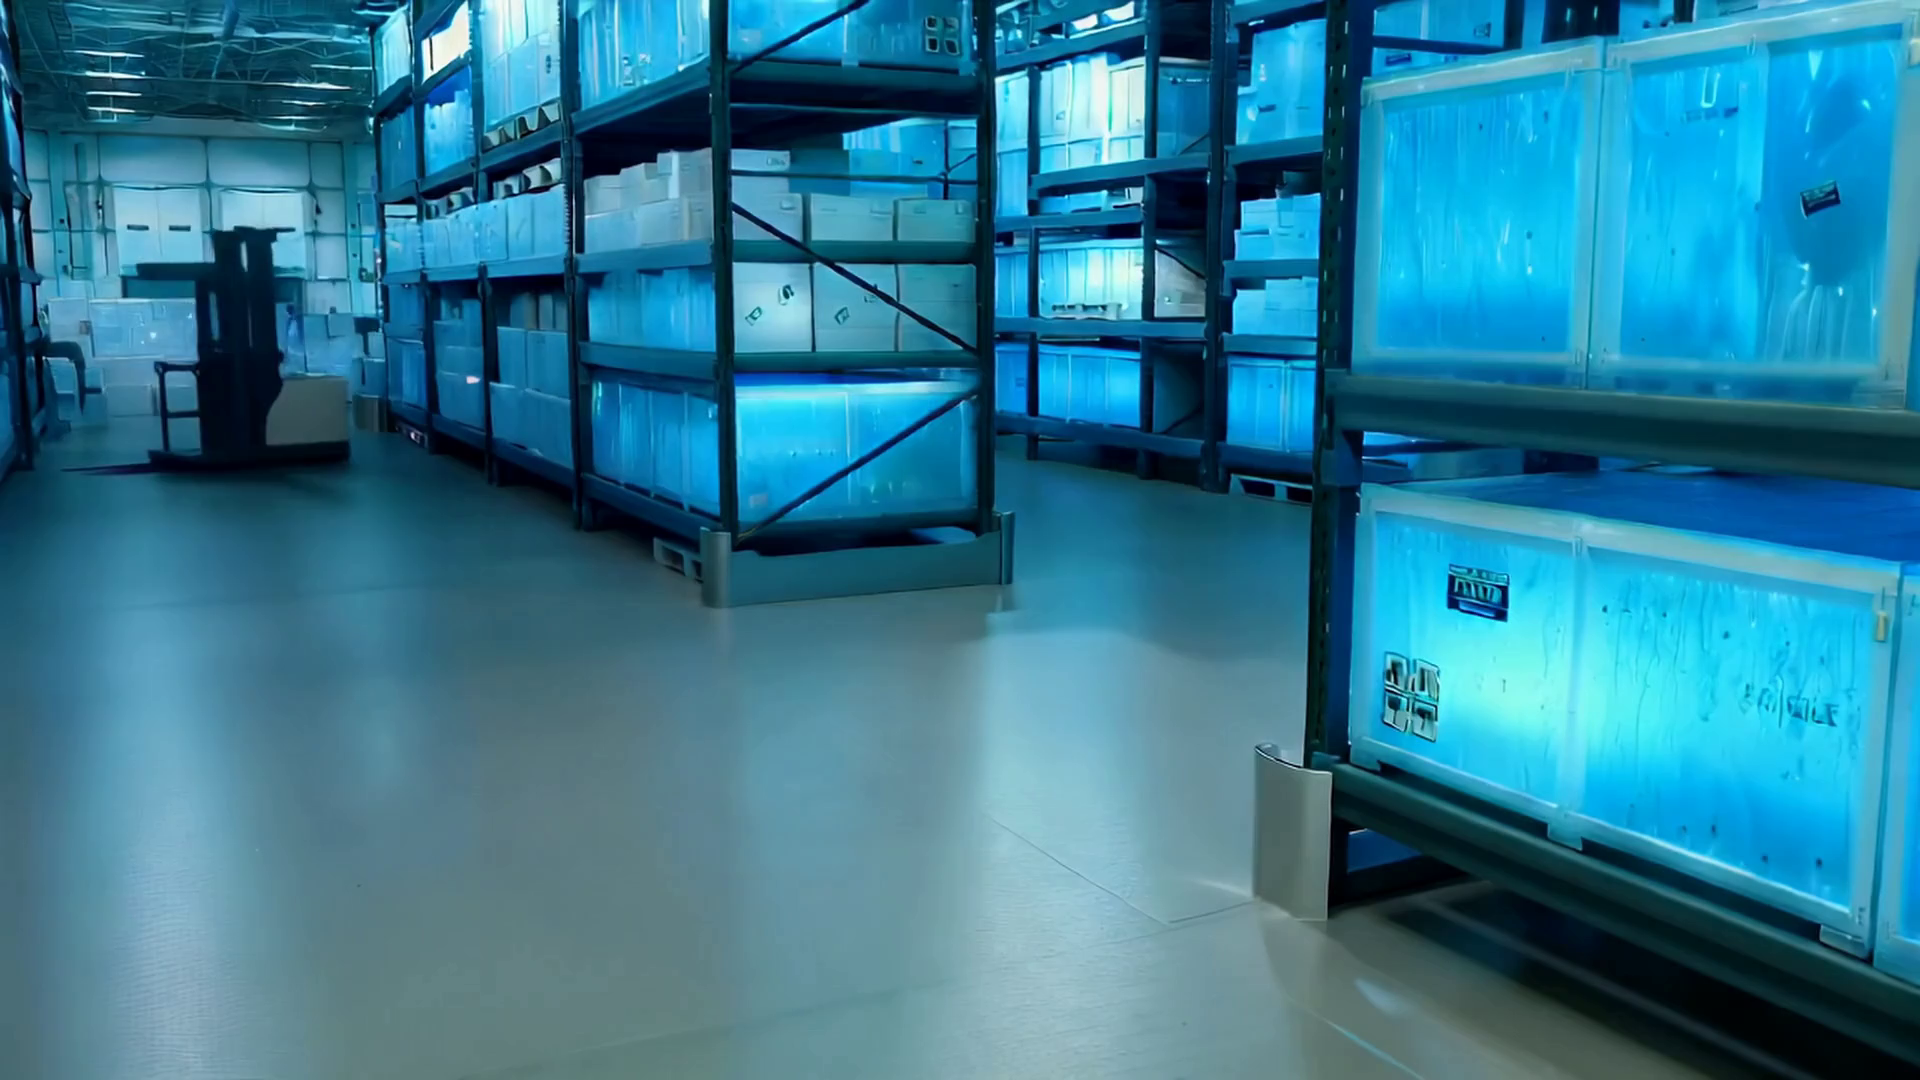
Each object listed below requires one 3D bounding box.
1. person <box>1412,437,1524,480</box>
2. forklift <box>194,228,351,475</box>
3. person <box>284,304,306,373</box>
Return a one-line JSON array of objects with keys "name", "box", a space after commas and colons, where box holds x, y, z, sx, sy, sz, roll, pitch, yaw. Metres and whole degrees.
[{"name": "person", "box": [2.380, -0.045, 7.898, 1.014, 1.852, 0.670, -8, 11, -43]}, {"name": "forklift", "box": [-8.335, -2.242, 19.551, 1.129, 2.768, 1.873, 7, 11, 42]}, {"name": "person", "box": [-13.884, -3.973, 34.763, 0.499, 1.923, 0.633, -7, 11, -41]}]
